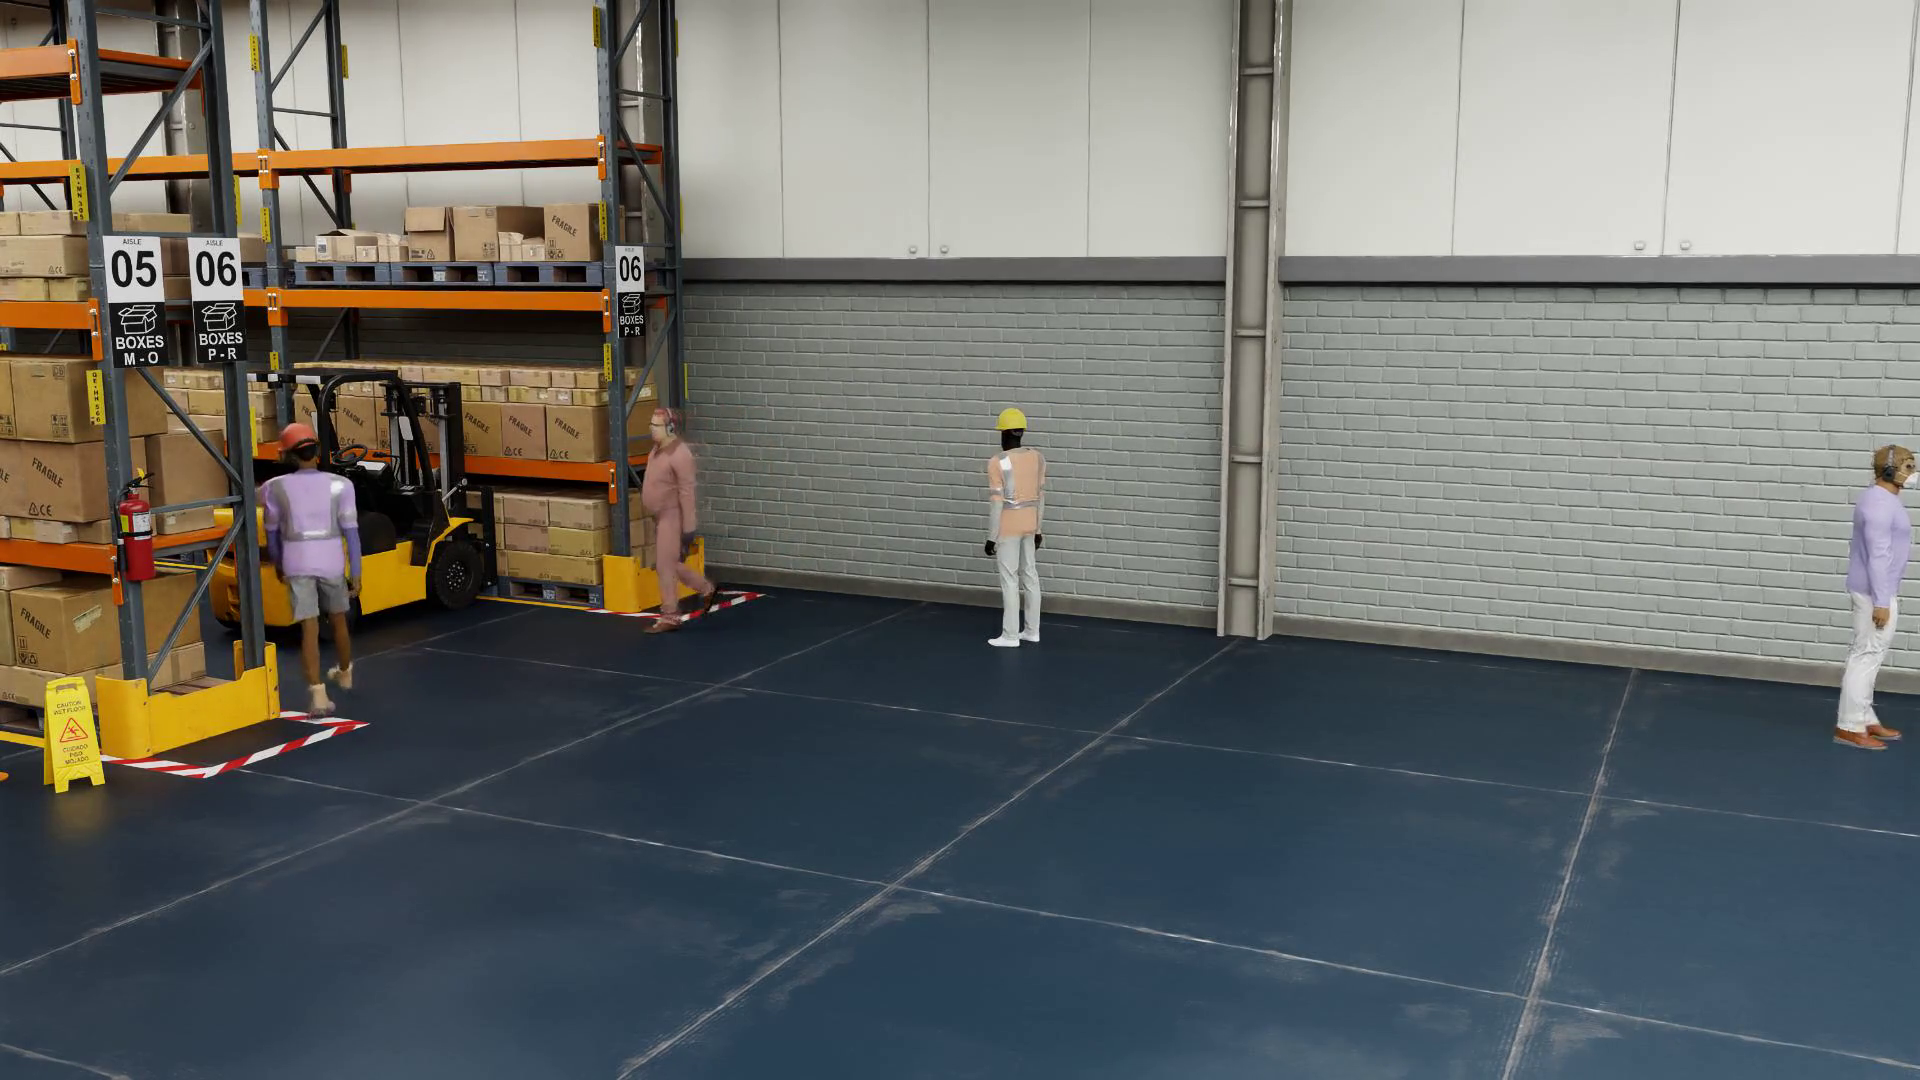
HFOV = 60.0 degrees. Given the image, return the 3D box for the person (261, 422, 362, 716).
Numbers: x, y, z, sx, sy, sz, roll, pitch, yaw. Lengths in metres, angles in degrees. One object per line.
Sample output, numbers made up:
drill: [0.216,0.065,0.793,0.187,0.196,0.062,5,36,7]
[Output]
person: [-4.460,0.189,11.477,0.603,1.991,1.011,-4,10,-26]

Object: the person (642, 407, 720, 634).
person: [-2.360,-0.174,13.935,0.648,1.894,0.642,-5,10,-27]

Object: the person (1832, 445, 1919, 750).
person: [5.833,0.362,10.587,0.505,1.943,0.645,5,10,27]

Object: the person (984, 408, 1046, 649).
person: [0.426,-0.094,13.345,0.593,1.925,0.384,-8,12,-41]
